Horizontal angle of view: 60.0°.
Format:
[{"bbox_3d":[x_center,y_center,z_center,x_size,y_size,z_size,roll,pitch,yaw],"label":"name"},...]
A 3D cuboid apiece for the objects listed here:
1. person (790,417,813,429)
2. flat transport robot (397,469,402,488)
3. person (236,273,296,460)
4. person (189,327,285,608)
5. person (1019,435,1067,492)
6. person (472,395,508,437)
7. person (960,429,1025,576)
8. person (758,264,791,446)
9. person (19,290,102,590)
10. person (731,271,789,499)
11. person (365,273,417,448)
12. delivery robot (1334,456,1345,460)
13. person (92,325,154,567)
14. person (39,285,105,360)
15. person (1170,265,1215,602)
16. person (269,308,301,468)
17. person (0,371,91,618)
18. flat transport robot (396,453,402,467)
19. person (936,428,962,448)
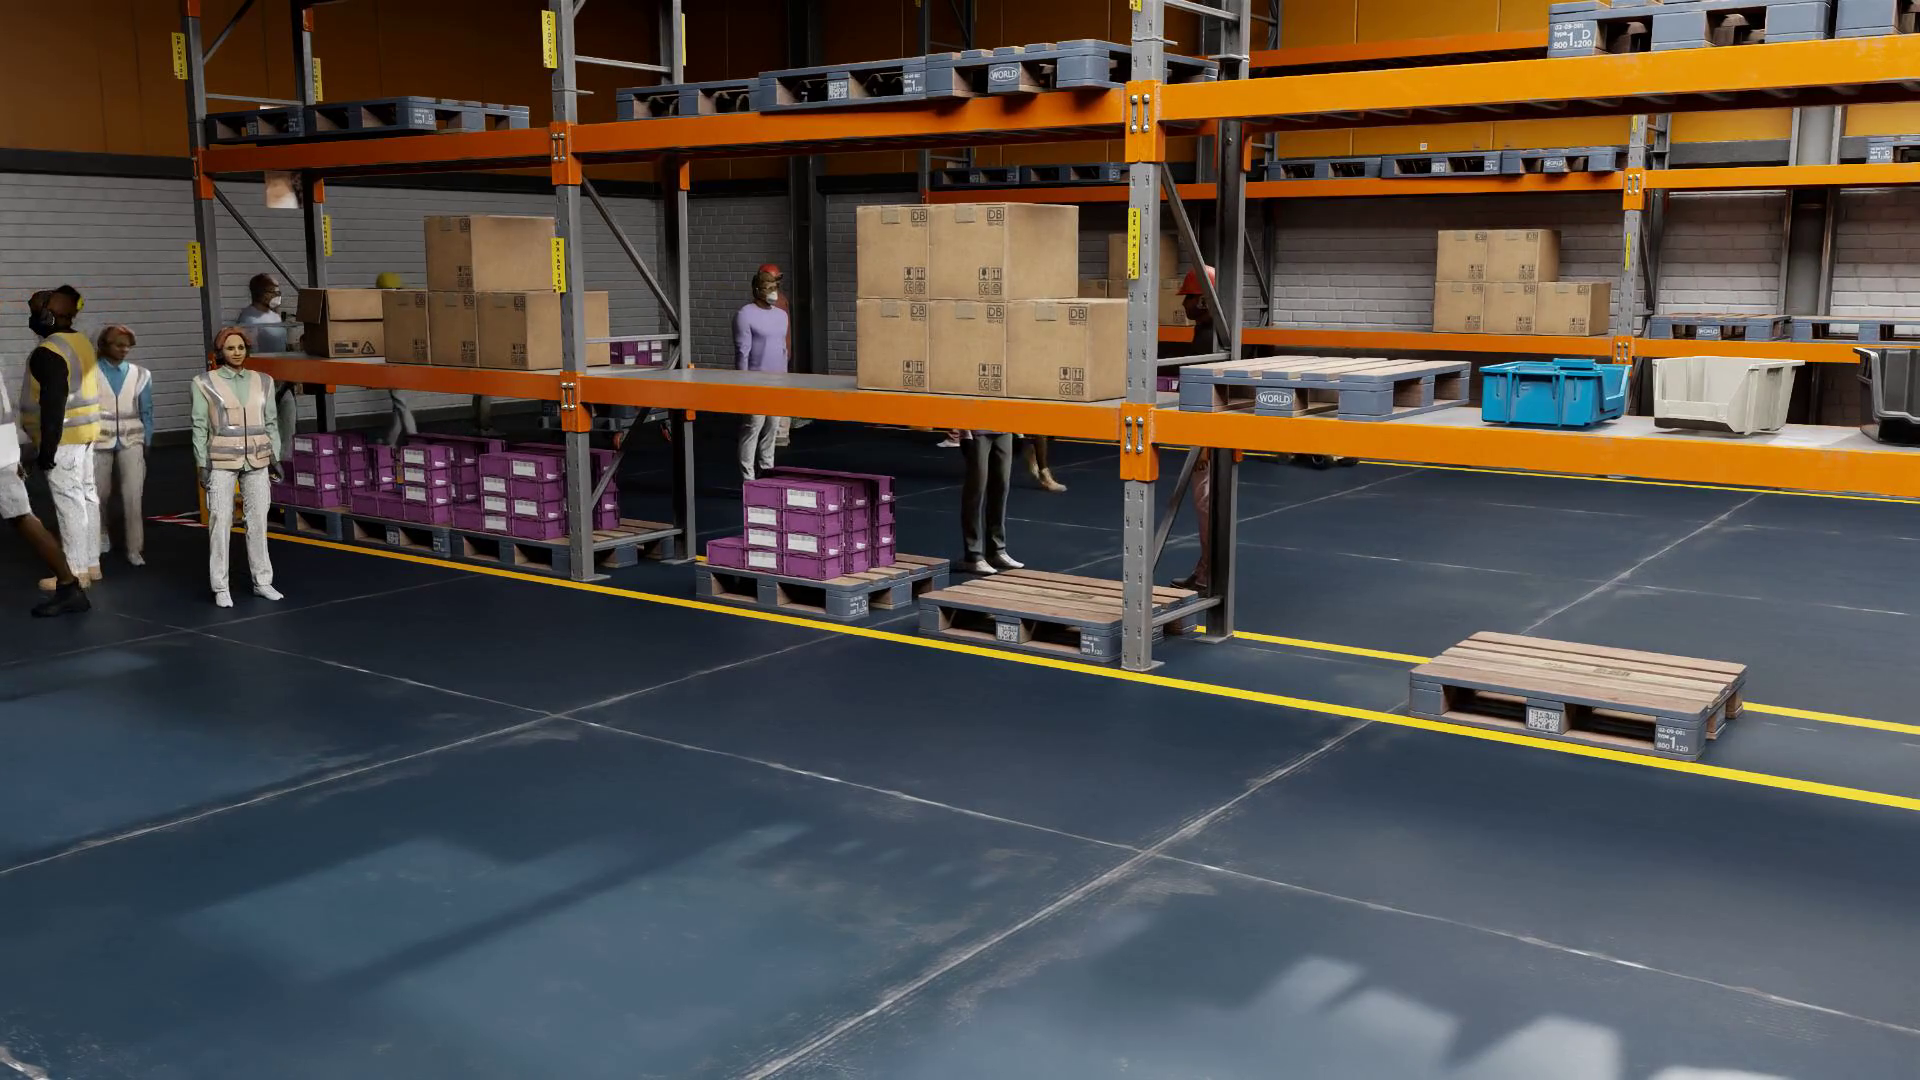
[{"bbox_3d":[-2.218,-2.153,19.878,0.887,1.694,0.503,4,10,25],"label":"person"},{"bbox_3d":[-4.566,-0.490,14.218,1.431,0.197,0.652,-3,10,-18],"label":"flat transport robot"},{"bbox_3d":[-5.649,-1.220,13.662,0.529,1.928,0.656,1,10,3],"label":"person"},{"bbox_3d":[-4.250,-0.432,9.802,0.309,1.641,0.514,9,13,43],"label":"person"},{"bbox_3d":[0.728,-1.434,14.647,0.607,2.027,0.557,-8,13,-40],"label":"person"},{"bbox_3d":[-5.476,-2.118,19.165,0.327,1.871,0.514,-7,12,-35],"label":"person"},{"bbox_3d":[0.209,-0.732,10.786,0.586,1.915,0.386,-9,13,-44],"label":"person"},{"bbox_3d":[-2.041,-2.018,18.227,0.393,1.985,0.611,1,10,3],"label":"person"},{"bbox_3d":[-5.570,-0.617,10.308,0.429,1.844,0.626,-2,10,-11],"label":"person"},{"bbox_3d":[-1.666,-1.306,14.119,0.376,1.940,0.629,7,12,34],"label":"person"},{"bbox_3d":[-5.794,-1.751,16.915,0.988,1.880,0.604,7,12,36],"label":"person"},{"bbox_3d":[3.500,-1.034,16.335,0.477,0.478,0.707,-8,12,-38],"label":"delivery robot"},{"bbox_3d":[-5.710,-0.653,11.220,0.515,1.601,0.800,-7,12,-36],"label":"person"},{"bbox_3d":[-7.776,-1.331,14.672,0.502,1.805,1.021,-2,10,-9],"label":"person"},{"bbox_3d":[1.448,-0.626,9.901,0.382,1.993,0.622,1,10,8],"label":"person"},{"bbox_3d":[-6.565,-1.556,15.940,0.556,1.825,0.386,0,10,-1],"label":"person"},{"bbox_3d":[-5.465,-0.450,9.222,1.076,1.860,0.565,-5,11,-28],"label":"person"},{"bbox_3d":[-5.150,-0.638,15.100,0.652,0.197,1.431,-3,10,-18],"label":"flat transport robot"},{"bbox_3d":[-0.036,-1.944,18.031,0.639,1.904,0.402,-8,13,-40],"label":"person"}]
